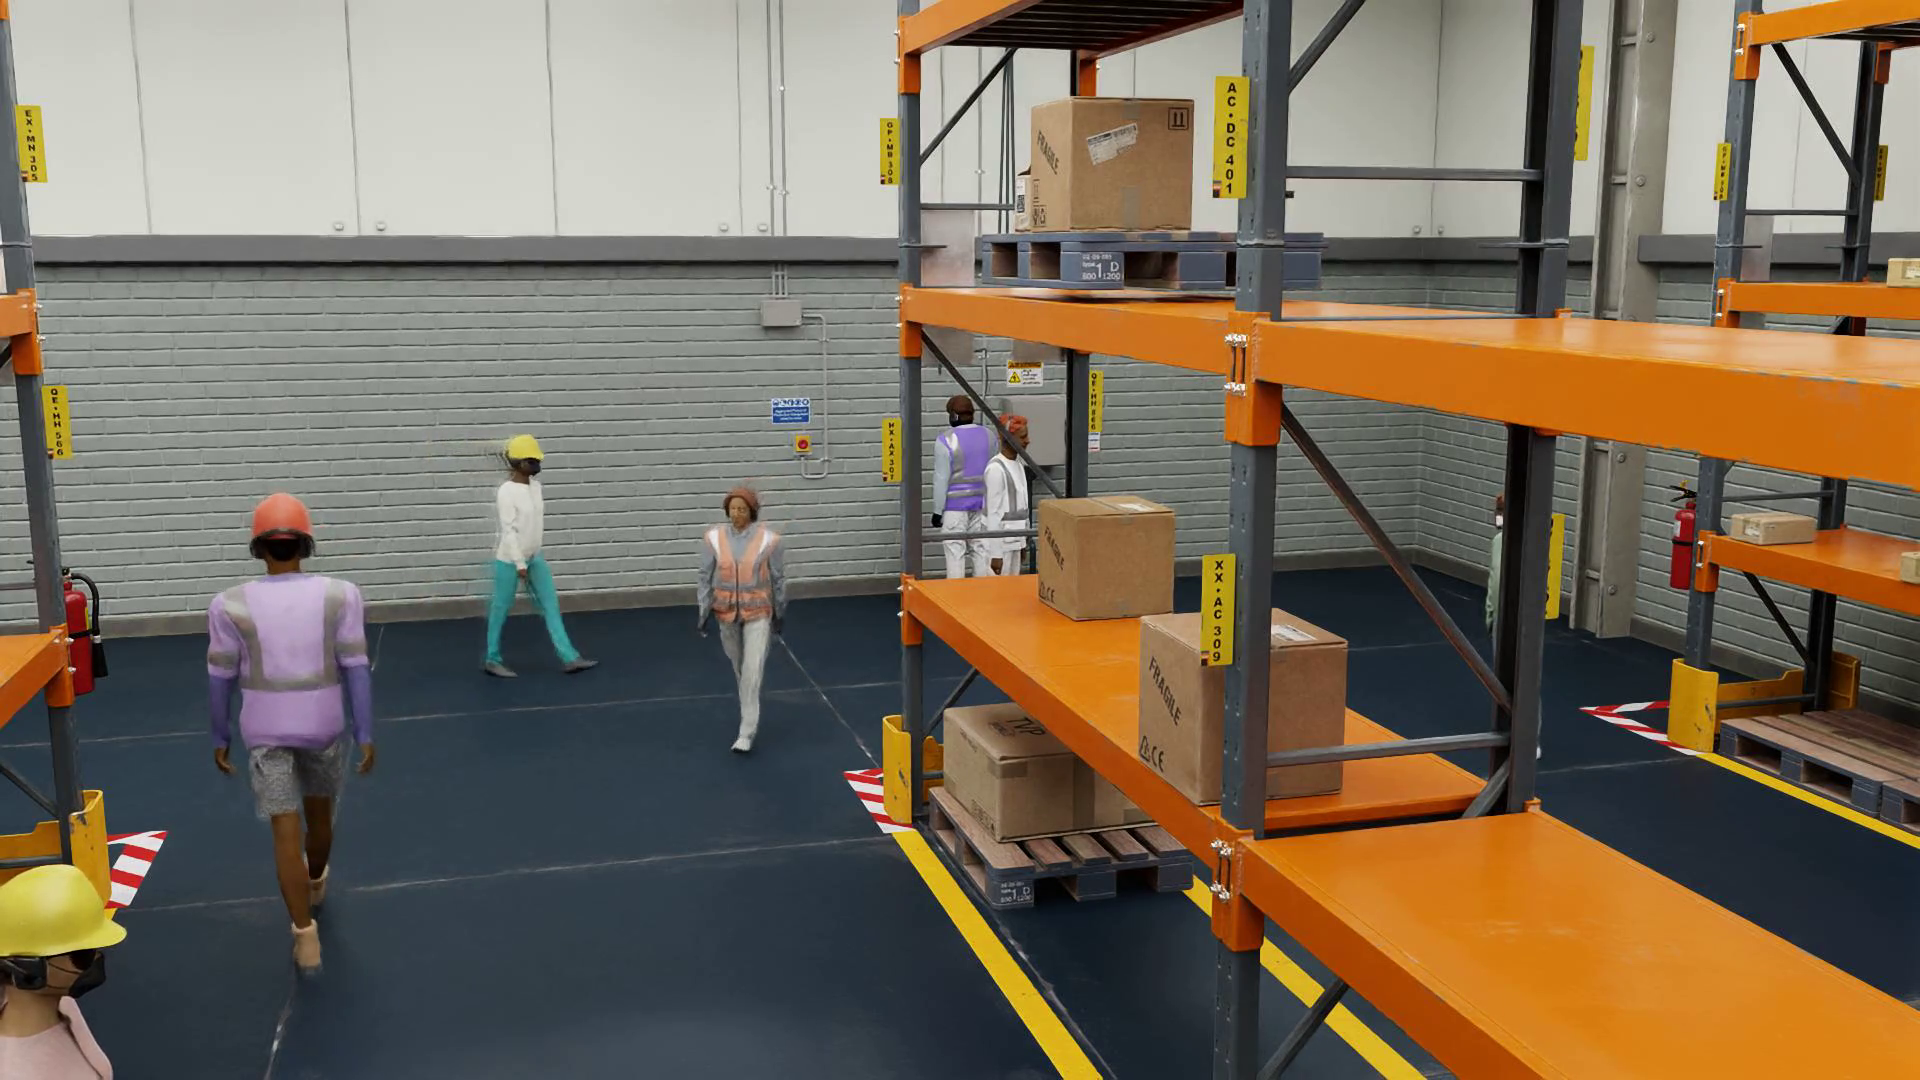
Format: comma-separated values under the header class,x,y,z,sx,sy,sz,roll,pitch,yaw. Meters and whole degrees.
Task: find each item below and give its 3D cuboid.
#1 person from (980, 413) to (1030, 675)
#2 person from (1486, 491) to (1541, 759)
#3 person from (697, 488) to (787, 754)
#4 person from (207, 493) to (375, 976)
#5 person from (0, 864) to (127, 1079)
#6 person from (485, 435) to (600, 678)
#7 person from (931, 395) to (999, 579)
class,x,y,z,sx,sy,sz,roll,pitch,yaw
person,0.326,0.038,11.832,0.348,1.877,0.579,3,11,19
person,3.311,0.498,9.935,0.293,1.623,0.501,-2,10,-14
person,-1.331,0.474,10.144,0.511,1.590,0.877,1,10,8
person,-2.905,0.788,7.208,0.634,1.991,1.011,-5,11,-27
person,-1.925,1.543,3.588,0.339,1.757,0.518,-4,11,-22
person,-2.998,0.137,11.653,0.878,1.730,0.523,4,11,20
person,0.013,-0.277,13.730,0.626,1.842,0.429,-8,13,-38
